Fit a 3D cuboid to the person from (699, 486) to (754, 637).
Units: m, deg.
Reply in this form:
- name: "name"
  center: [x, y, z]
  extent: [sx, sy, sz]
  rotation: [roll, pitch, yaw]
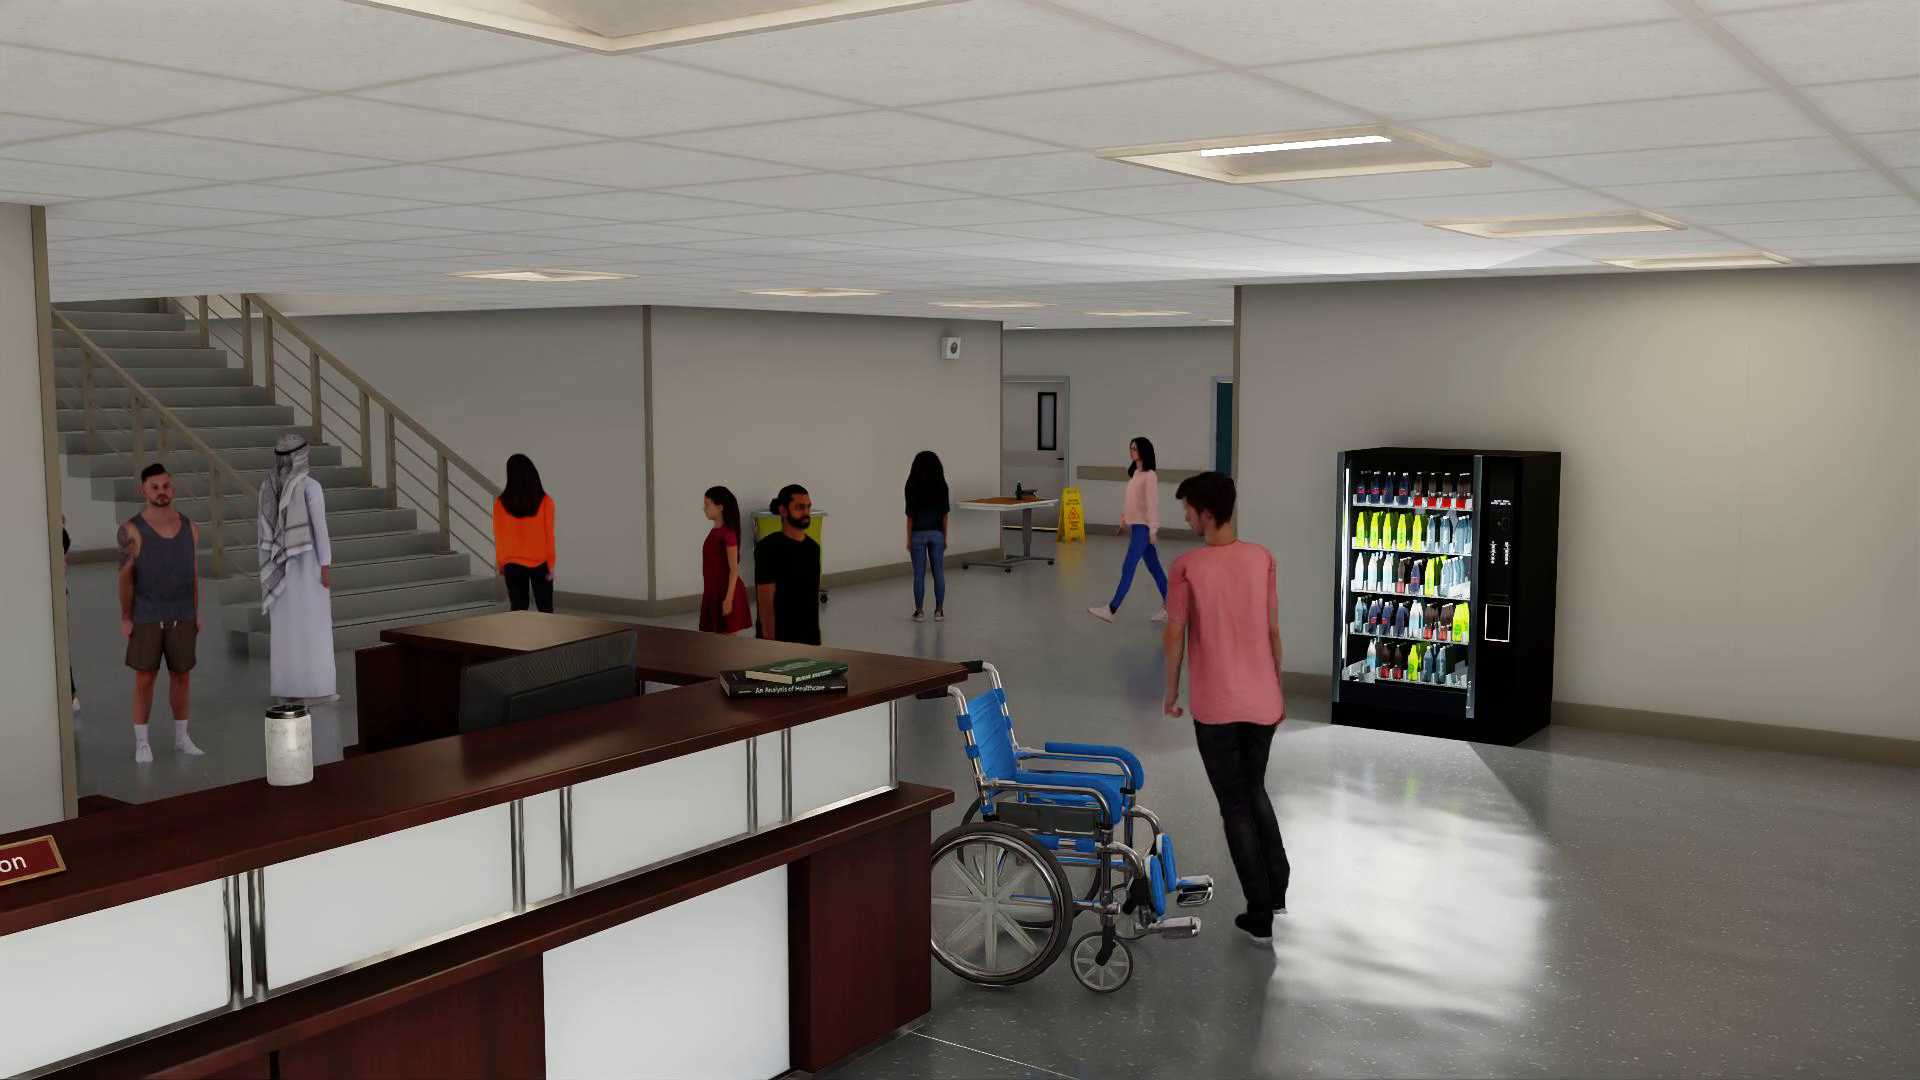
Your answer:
- name: "person"
  center: [-1.689, 0.380, 11.918]
  extent: [0.706, 1.553, 0.644]
  rotation: [-3, 7, -31]

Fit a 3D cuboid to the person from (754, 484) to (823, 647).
- name: "person"
  center: [-0.994, 0.584, 8.979]
  extent: [1.166, 1.734, 0.716]
  rotation: [5, 8, 42]

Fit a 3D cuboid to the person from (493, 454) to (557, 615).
- name: "person"
  center: [-3.286, 0.243, 12.548]
  extent: [1.122, 1.699, 1.140]
  rotation: [0, 6, -4]

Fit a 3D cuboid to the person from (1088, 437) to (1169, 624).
- name: "person"
  center: [1.783, -0.057, 15.409]
  extent: [1.187, 1.723, 1.114]
  rotation: [-1, 6, -9]

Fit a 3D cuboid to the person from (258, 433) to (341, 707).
- name: "person"
  center: [-4.715, 0.205, 11.801]
  extent: [0.698, 1.925, 0.843]
  rotation: [1, 6, 13]

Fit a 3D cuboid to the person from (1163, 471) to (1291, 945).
- name: "person"
  center: [1.134, 0.709, 6.792]
  extent: [0.904, 1.924, 0.956]
  rotation: [-1, 6, -11]

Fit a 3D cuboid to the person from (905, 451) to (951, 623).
- name: "person"
  center: [-0.312, -0.039, 15.767]
  extent: [0.712, 1.616, 0.772]
  rotation: [-1, 6, -9]

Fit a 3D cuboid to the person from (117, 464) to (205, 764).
- name: "person"
  center: [-4.905, 0.443, 10.226]
  extent: [0.668, 1.843, 0.613]
  rotation: [-6, 8, -45]
